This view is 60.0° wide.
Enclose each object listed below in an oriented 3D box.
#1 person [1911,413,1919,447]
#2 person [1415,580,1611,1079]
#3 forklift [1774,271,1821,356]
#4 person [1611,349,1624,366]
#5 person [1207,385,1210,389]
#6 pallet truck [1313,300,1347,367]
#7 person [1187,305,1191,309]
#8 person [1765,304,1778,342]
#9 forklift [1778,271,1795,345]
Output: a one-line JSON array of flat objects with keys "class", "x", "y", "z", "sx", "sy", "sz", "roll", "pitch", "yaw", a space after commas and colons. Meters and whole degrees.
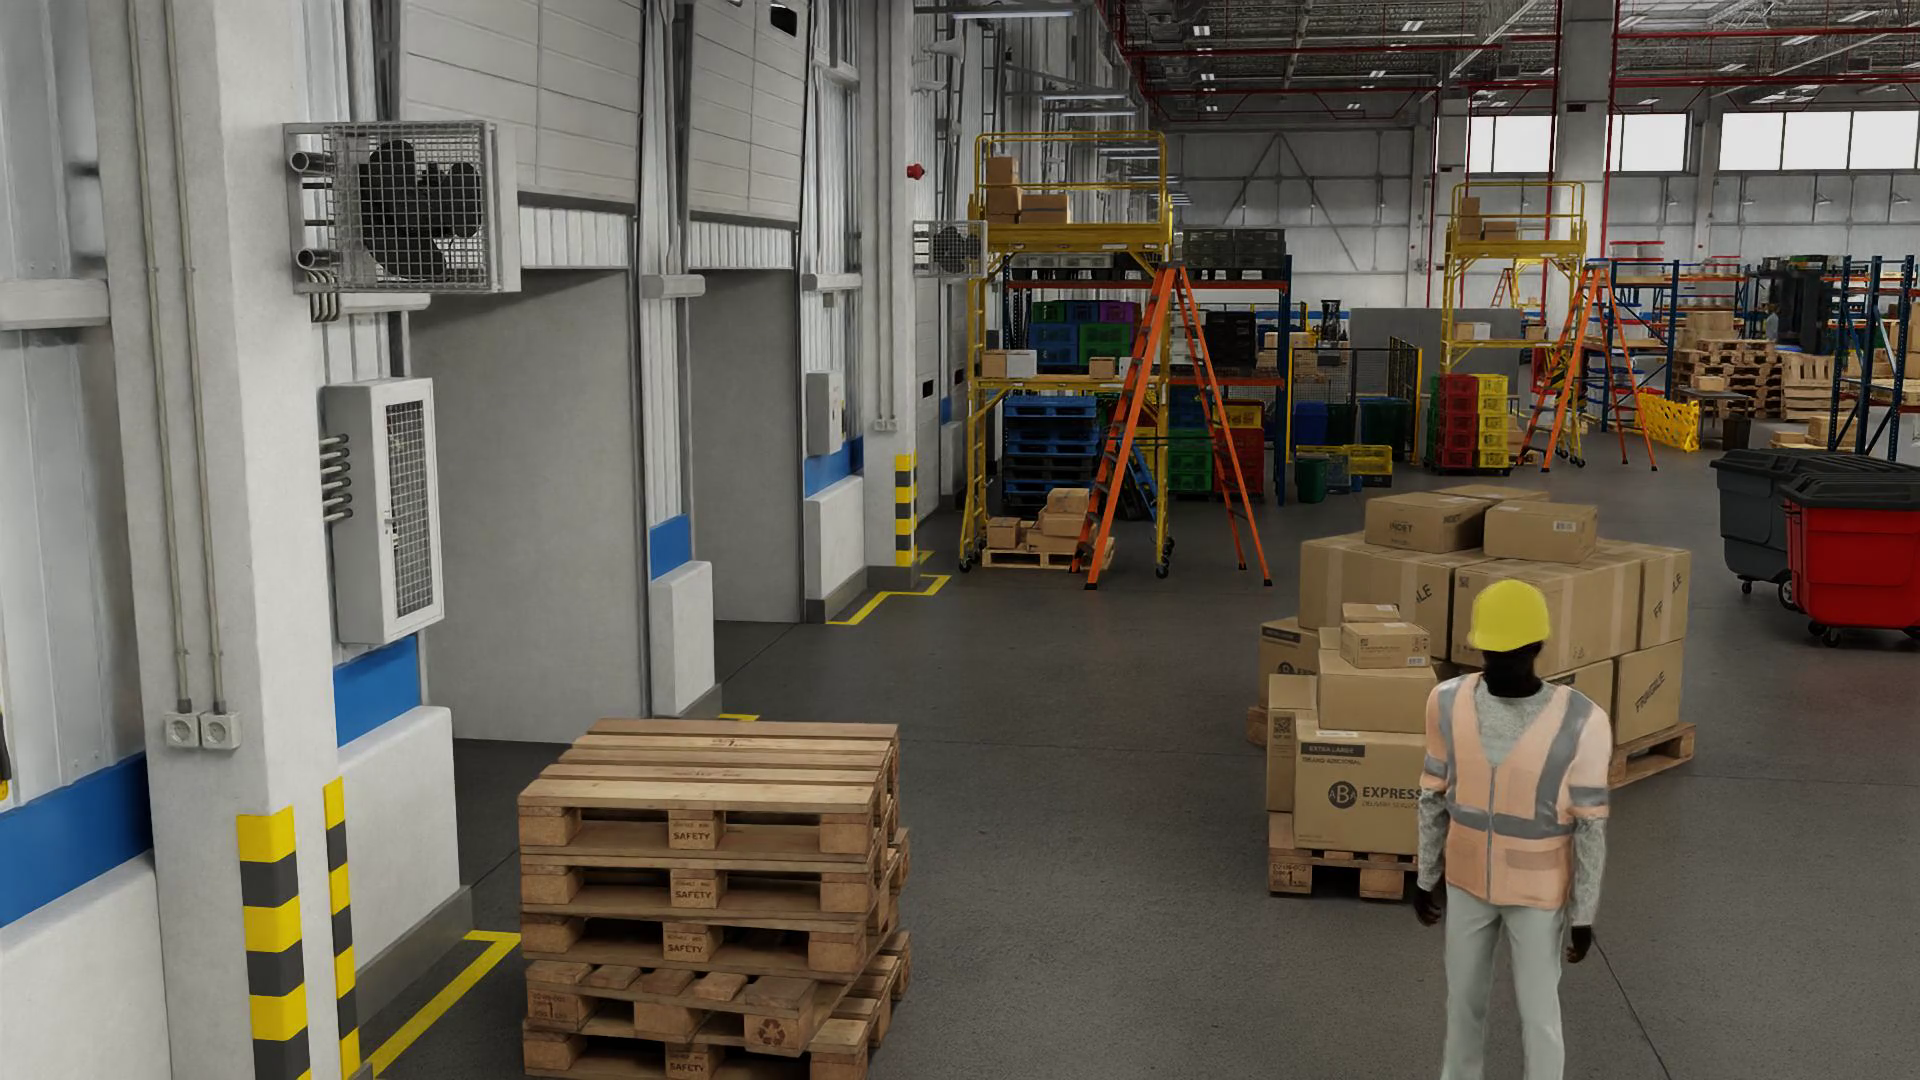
[{"class": "person", "x": 15.662, "y": -2.368, "z": 26.893, "sx": 0.320, "sy": 1.739, "sz": 0.485, "roll": 9, "pitch": 13, "yaw": 43}, {"class": "person", "x": 1.687, "y": 1.063, "z": 5.180, "sx": 0.589, "sy": 1.918, "sz": 0.399, "roll": 8, "pitch": 12, "yaw": 40}, {"class": "forklift", "x": 19.468, "y": -4.812, "z": 38.445, "sx": 1.873, "sy": 2.768, "sz": 1.129, "roll": 1, "pitch": 9, "yaw": 9}, {"class": "person", "x": 14.795, "y": -4.212, "z": 37.676, "sx": 0.542, "sy": 1.927, "sz": 0.374, "roll": 5, "pitch": 11, "yaw": 30}, {"class": "person", "x": 5.171, "y": -3.652, "z": 35.142, "sx": 0.323, "sy": 1.631, "sz": 0.523, "roll": -5, "pitch": 11, "yaw": -29}, {"class": "pallet truck", "x": 11.159, "y": -6.200, "z": 49.718, "sx": 0.823, "sy": 1.965, "sz": 1.885, "roll": 4, "pitch": 10, "yaw": 26}, {"class": "person", "x": 6.191, "y": -5.355, "z": 44.727, "sx": 0.544, "sy": 1.930, "sz": 0.388, "roll": -5, "pitch": 11, "yaw": -30}, {"class": "person", "x": 22.277, "y": -5.521, "z": 45.715, "sx": 0.359, "sy": 1.936, "sz": 0.632, "roll": 4, "pitch": 10, "yaw": 21}, {"class": "forklift", "x": 23.922, "y": -6.368, "z": 48.042, "sx": 1.873, "sy": 2.768, "sz": 1.129, "roll": 1, "pitch": 9, "yaw": 9}]
